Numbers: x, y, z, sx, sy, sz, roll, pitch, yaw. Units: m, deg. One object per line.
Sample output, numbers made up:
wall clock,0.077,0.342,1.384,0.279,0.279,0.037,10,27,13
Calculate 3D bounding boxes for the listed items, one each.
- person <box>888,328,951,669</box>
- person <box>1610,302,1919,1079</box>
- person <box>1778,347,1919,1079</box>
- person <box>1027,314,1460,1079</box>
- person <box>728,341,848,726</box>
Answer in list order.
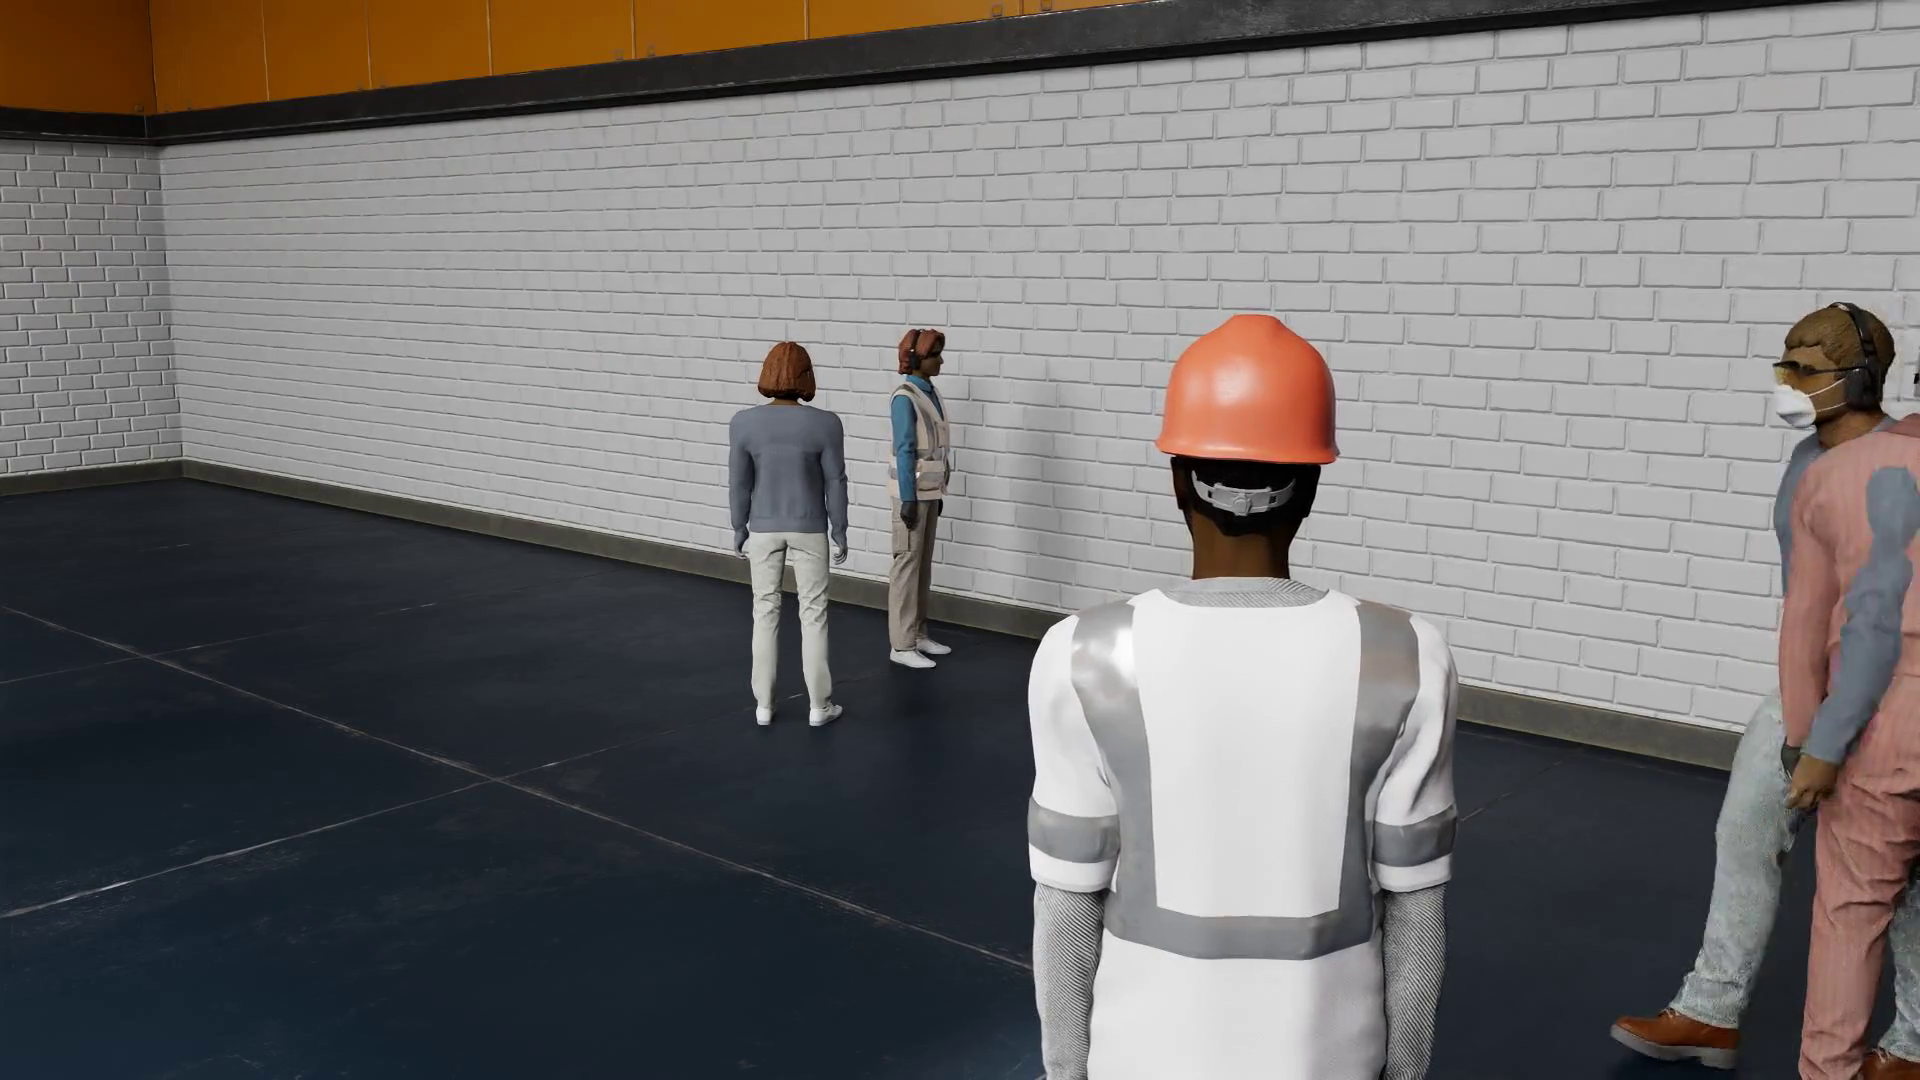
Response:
person,-0.200,-0.207,8.100,0.309,1.639,0.523,3,10,14
person,1.984,0.406,3.874,0.893,1.892,0.636,0,10,2
person,2.162,0.438,3.672,0.651,1.906,0.403,8,13,40
person,0.360,0.677,2.220,0.545,1.939,0.354,0,10,3
person,-0.721,-0.019,7.049,0.508,1.632,0.271,1,10,6
